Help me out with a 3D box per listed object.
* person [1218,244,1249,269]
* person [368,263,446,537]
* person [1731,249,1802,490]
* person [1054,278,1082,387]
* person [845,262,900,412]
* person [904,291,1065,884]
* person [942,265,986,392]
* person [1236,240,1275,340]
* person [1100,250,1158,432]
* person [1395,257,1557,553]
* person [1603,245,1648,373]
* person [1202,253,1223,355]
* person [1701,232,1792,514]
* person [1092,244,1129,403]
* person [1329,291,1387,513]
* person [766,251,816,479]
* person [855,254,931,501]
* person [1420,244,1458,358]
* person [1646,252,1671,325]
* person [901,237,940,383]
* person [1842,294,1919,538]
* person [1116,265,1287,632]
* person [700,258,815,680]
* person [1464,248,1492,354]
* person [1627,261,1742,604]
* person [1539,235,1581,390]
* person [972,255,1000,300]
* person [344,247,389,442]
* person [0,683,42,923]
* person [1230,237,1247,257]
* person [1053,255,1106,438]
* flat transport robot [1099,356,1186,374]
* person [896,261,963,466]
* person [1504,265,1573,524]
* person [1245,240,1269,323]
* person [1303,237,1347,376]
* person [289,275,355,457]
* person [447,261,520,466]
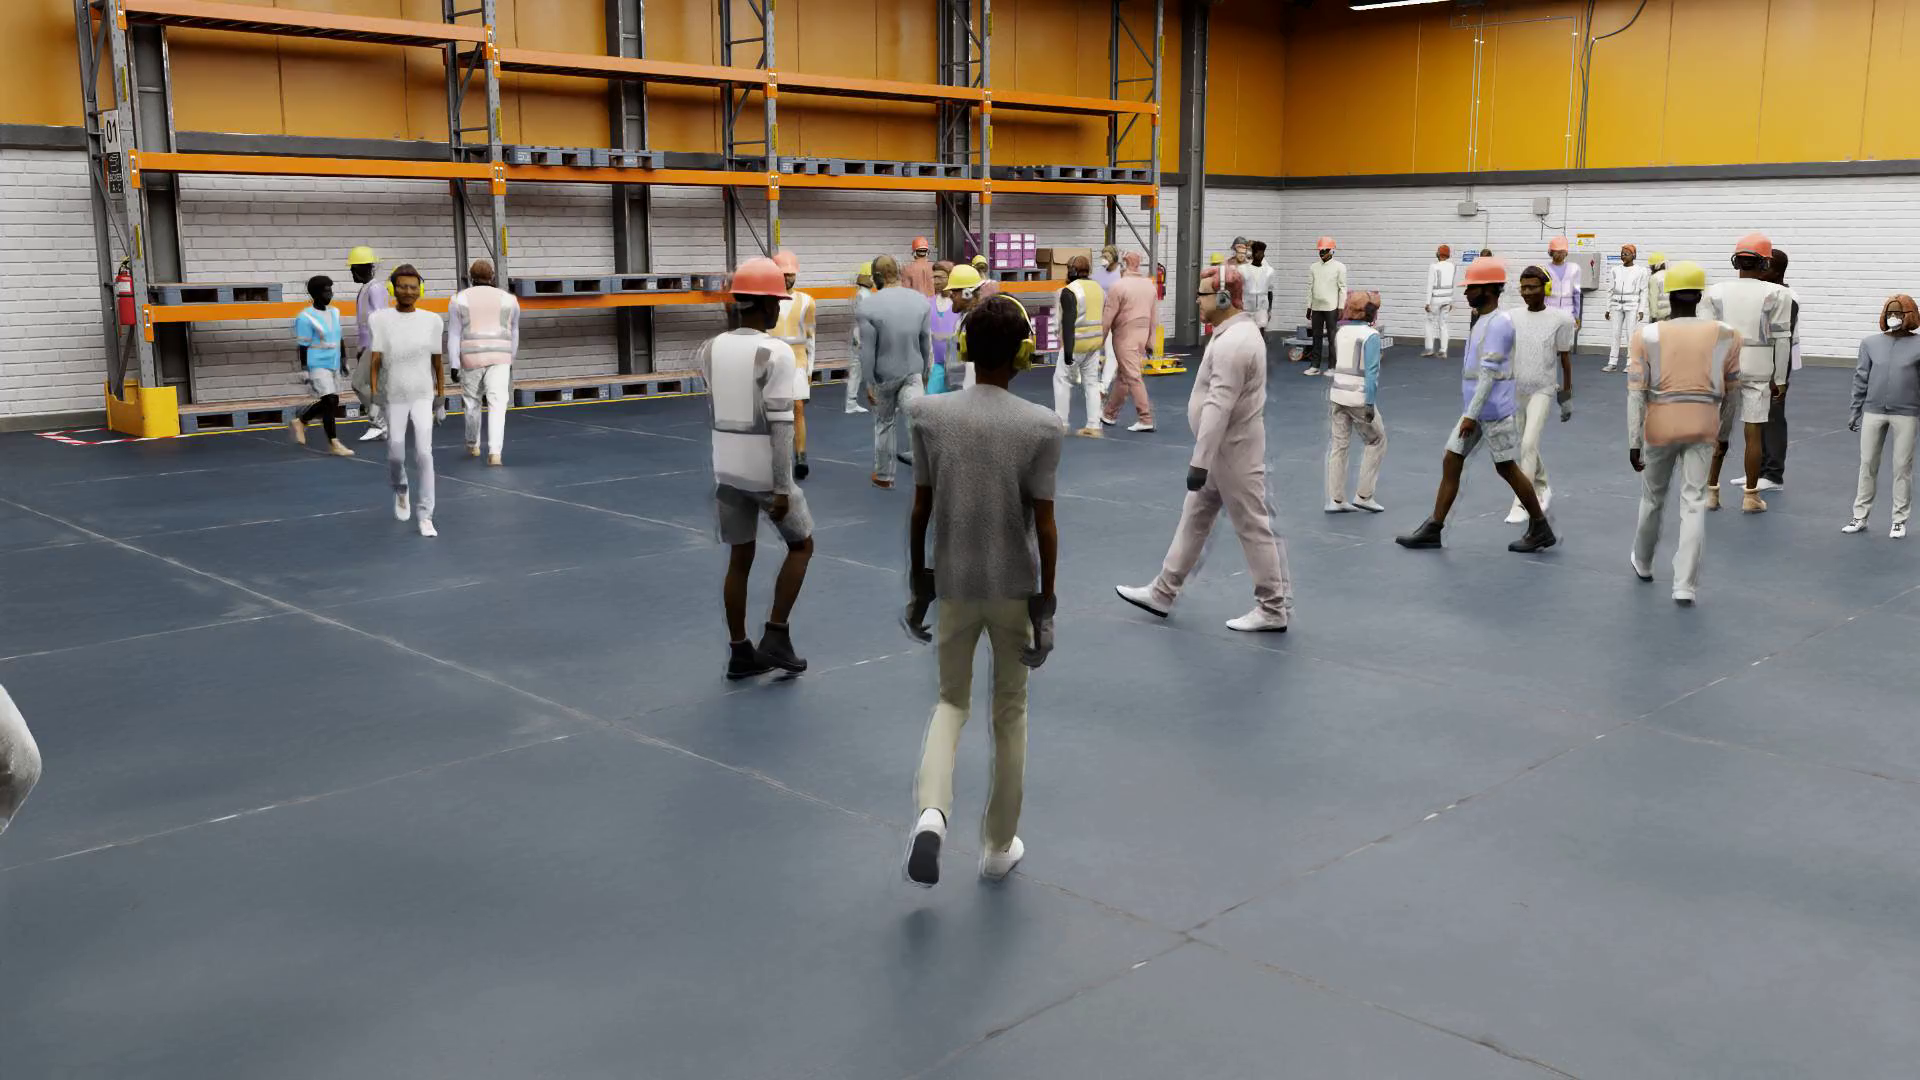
[{"bbox_3d":[4.525,-3.922,27.391,0.656,1.874,0.495,-1,10,-7],"label":"person"},{"bbox_3d":[-3.791,-0.972,11.409,0.519,1.842,0.838,-3,11,-18],"label":"person"},{"bbox_3d":[6.468,-1.349,13.257,0.383,1.912,0.587,1,10,5],"label":"person"},{"bbox_3d":[1.552,-2.858,22.342,0.521,1.583,0.871,6,12,28],"label":"person"},{"bbox_3d":[-0.988,-2.299,18.988,0.739,1.712,0.491,-2,11,-13],"label":"person"},{"bbox_3d":[0.047,0.177,5.083,0.533,1.854,0.583,3,11,15],"label":"person"},{"bbox_3d":[0.069,-1.066,11.980,0.446,1.809,0.601,-3,11,-17],"label":"person"},{"bbox_3d":[4.359,-3.479,24.770,0.617,1.944,0.653,-1,10,-3],"label":"person"},{"bbox_3d":[1.698,-2.072,17.338,0.661,1.854,0.983,-10,15,-44],"label":"person"},{"bbox_3d":[3.367,-0.853,10.609,0.985,1.896,0.544,0,10,-1],"label":"person"},{"bbox_3d":[9.832,-3.414,24.588,0.585,1.882,0.344,10,14,44],"label":"person"},{"bbox_3d":[4.402,-4.012,28.263,0.522,1.731,0.820,6,12,28],"label":"person"},{"bbox_3d":[5.708,-1.210,12.137,0.615,2.042,0.376,7,13,34],"label":"person"},{"bbox_3d":[1.759,-2.609,20.137,0.951,1.896,0.662,-9,14,-41],"label":"person"},{"bbox_3d":[2.922,-0.998,12.117,0.524,1.615,0.534,-4,11,-22],"label":"person"},{"bbox_3d":[-1.469,-1.462,13.934,0.554,1.881,0.996,-1,10,-8],"label":"person"},{"bbox_3d":[-0.491,-1.252,12.830,0.645,1.890,1.047,-4,11,-19],"label":"person"},{"bbox_3d":[7.922,-3.965,27.631,0.629,1.861,0.583,-4,11,-21],"label":"person"},{"bbox_3d":[10.543,-3.428,25.000,0.595,1.767,0.938,-3,11,-18],"label":"person"},{"bbox_3d":[-0.527,-3.099,22.565,0.612,1.995,0.376,-5,12,-25],"label":"person"},{"bbox_3d":[6.258,-0.831,11.187,0.507,1.632,0.272,10,14,44],"label":"person"},{"bbox_3d":[1.253,-0.453,8.495,0.962,1.856,0.669,2,11,11],"label":"person"},{"bbox_3d":[-0.924,-0.305,7.564,0.540,1.922,0.453,6,12,31],"label":"person"},{"bbox_3d":[8.775,-3.946,27.703,0.521,1.813,0.916,-3,11,-16],"label":"person"},{"bbox_3d":[4.051,-0.619,9.379,0.595,1.873,0.998,3,11,18],"label":"person"},{"bbox_3d":[7.885,-3.019,22.055,0.625,2.028,0.732,0,10,1],"label":"person"},{"bbox_3d":[0.269,-2.865,21.927,0.523,1.765,0.316,-3,11,-14],"label":"person"},{"bbox_3d":[-5.811,-1.905,16.290,0.514,1.905,0.607,-5,12,-26],"label":"person"},{"bbox_3d":[-2.794,0.389,4.554,0.387,1.631,0.517,-1,10,-8],"label":"person"},{"bbox_3d":[4.930,-4.367,29.356,0.686,2.000,0.745,2,11,12],"label":"person"},{"bbox_3d":[1.129,-1.941,16.727,0.720,1.818,0.652,9,14,42],"label":"person"},{"bbox_3d":[2.567,-2.594,24.516,0.652,0.197,1.431,-10,14,-44],"label":"flat transport robot"},{"bbox_3d":[-0.129,-1.508,14.438,0.562,1.793,0.971,9,13,39],"label":"person"},{"bbox_3d":[4.152,-1.065,11.999,0.507,1.823,0.965,9,14,42],"label":"person"},{"bbox_3d":[4.961,-4.143,28.415,0.636,1.937,0.358,10,14,44],"label":"person"},{"bbox_3d":[5.257,-3.356,23.967,0.623,1.993,0.384,10,14,44],"label":"person"},{"bbox_3d":[-5.917,-1.593,15.236,0.701,1.667,0.568,3,11,16],"label":"person"},{"bbox_3d":[-4.244,-1.581,14.858,0.641,1.788,1.004,-3,11,-18],"label":"person"}]
